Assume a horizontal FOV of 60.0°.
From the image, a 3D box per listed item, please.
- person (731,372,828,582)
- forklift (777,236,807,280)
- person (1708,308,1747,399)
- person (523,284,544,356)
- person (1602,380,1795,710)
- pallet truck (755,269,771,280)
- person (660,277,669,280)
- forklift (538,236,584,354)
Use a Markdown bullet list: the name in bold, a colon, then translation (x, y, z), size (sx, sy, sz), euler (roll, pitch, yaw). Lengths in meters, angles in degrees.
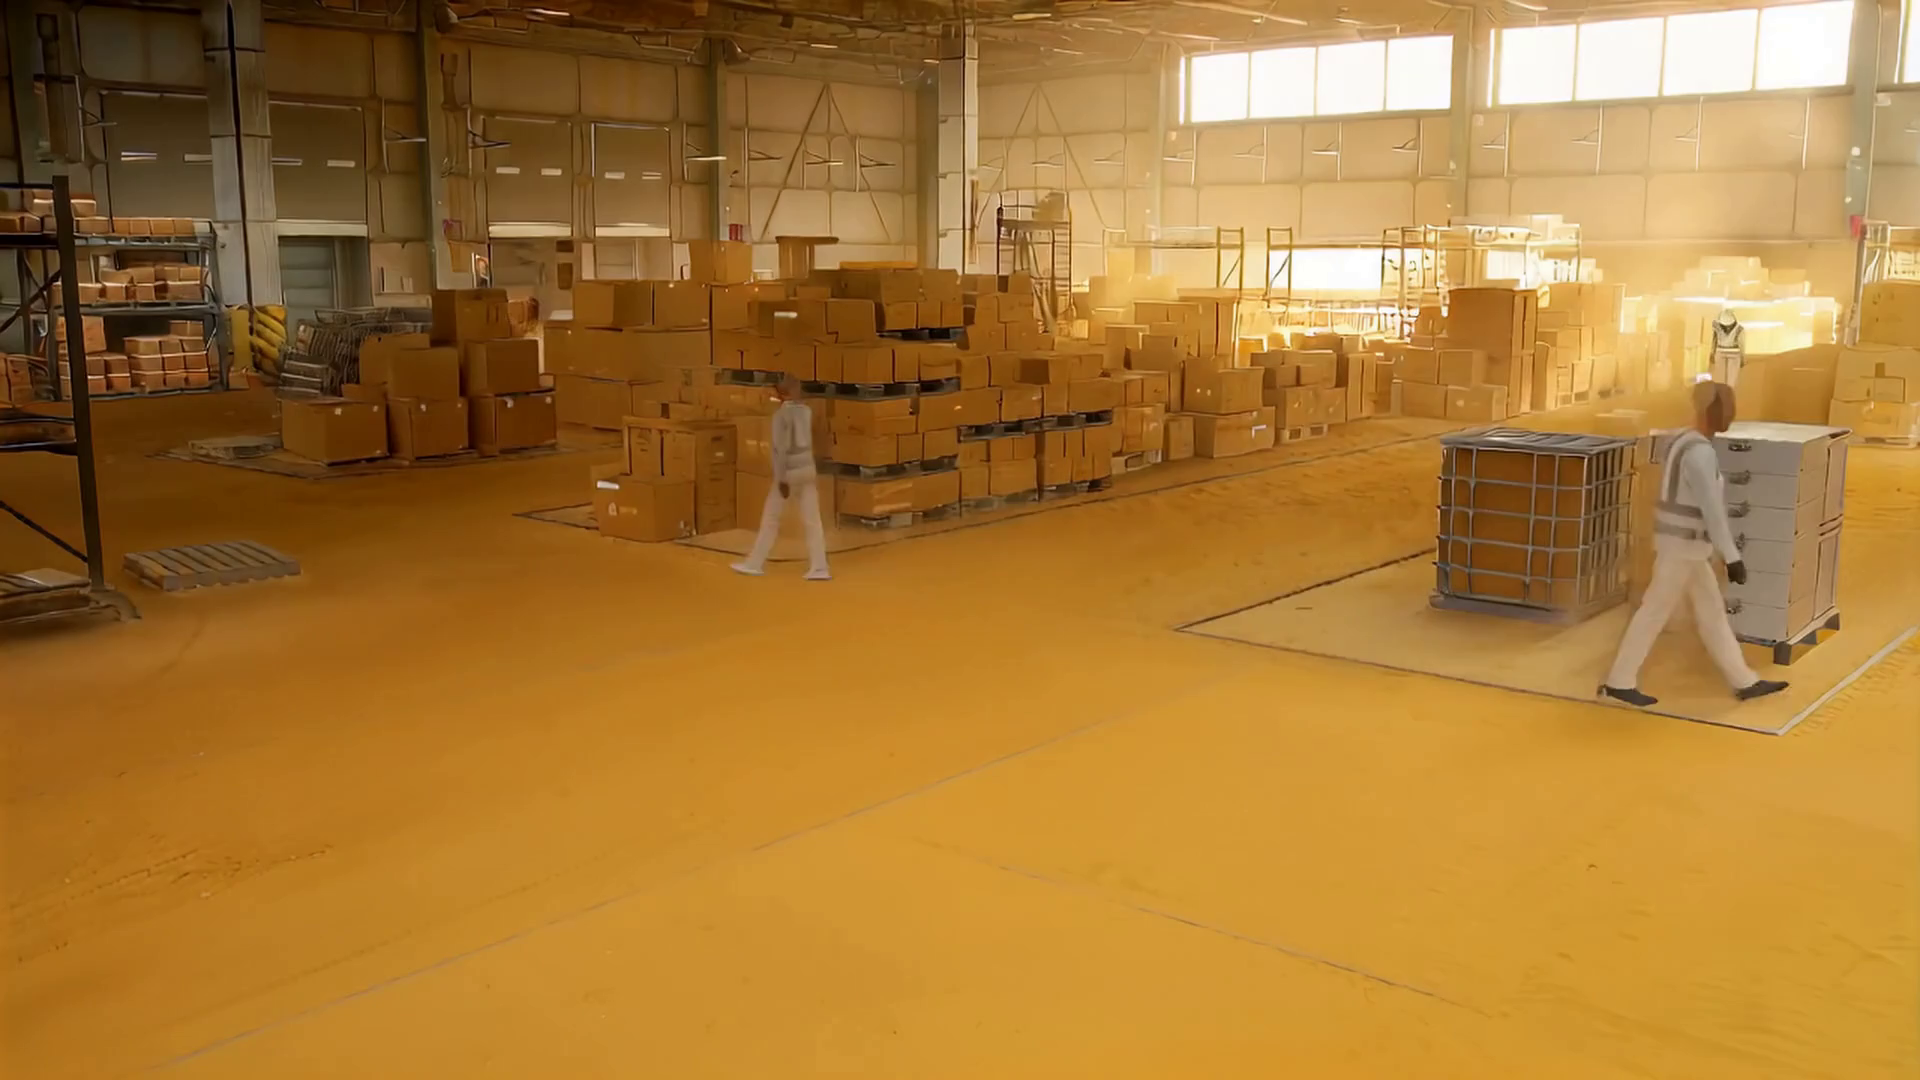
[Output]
- **person**: translation (-1.364, -0.480, 12.746), size (0.819, 1.599, 0.533), euler (5, 11, 24)
- **forklift**: translation (-4.015, -5.887, 39.913), size (1.873, 2.768, 1.129), euler (4, 11, 20)
- **person**: translation (11.894, -2.785, 25.825), size (0.540, 1.614, 0.628), euler (6, 12, 32)
- **person**: translation (-9.998, -5.149, 39.068), size (0.318, 1.700, 0.537), euler (9, 13, 42)
- **person**: translation (4.044, 0.054, 9.059), size (0.998, 1.823, 0.579), euler (4, 11, 21)
- **pallet truck**: translation (-4.996, -6.432, 45.525), size (1.885, 1.965, 0.823), euler (-6, 12, -32)
- **person**: translation (-6.357, -4.704, 35.898), size (0.638, 1.929, 0.374), euler (-5, 11, -26)
- **forklift**: translation (-9.248, -5.738, 39.059), size (1.873, 2.768, 1.129), euler (8, 13, 40)
